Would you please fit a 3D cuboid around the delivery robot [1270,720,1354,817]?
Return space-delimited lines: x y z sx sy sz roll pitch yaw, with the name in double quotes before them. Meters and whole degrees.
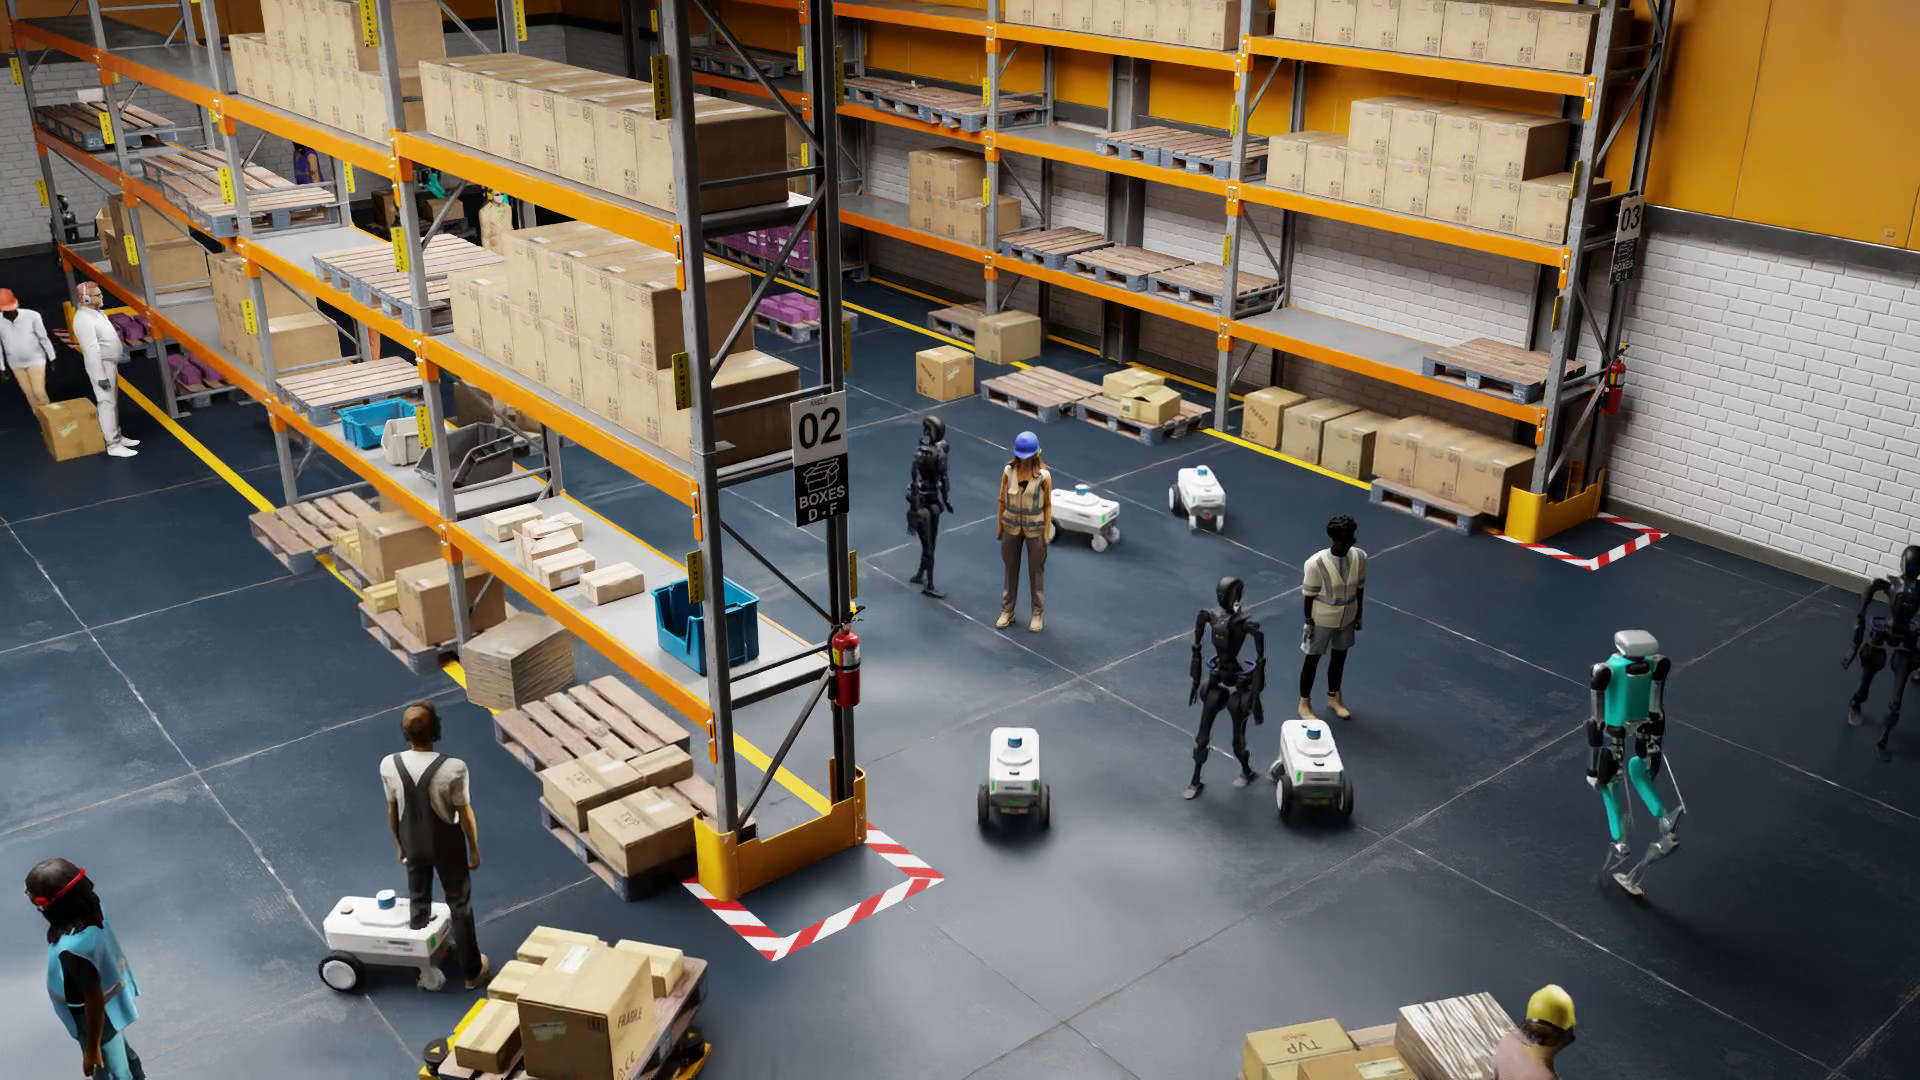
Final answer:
"delivery robot" 2.453 1.591 11.622 0.510 0.614 0.786 1 23 2

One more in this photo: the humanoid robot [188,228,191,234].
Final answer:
"humanoid robot" -11.670 -4.639 24.607 0.343 1.651 0.591 4 24 9

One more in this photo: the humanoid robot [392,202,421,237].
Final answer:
"humanoid robot" -7.585 -3.867 22.826 0.424 1.649 0.592 9 25 19

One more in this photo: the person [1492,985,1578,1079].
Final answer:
"person" 2.477 2.774 7.382 0.635 1.726 0.548 -4 24 -8

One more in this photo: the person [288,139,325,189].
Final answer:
"person" -10.406 -5.632 26.606 0.540 1.922 0.435 19 30 37

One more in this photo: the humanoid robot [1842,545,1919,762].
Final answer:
"humanoid robot" 6.827 0.747 12.173 0.613 1.632 0.696 7 24 17

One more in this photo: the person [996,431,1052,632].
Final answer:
"person" 0.535 -0.076 13.919 0.460 1.775 0.312 7 24 15

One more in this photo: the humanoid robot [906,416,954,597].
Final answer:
"humanoid robot" -0.265 -0.304 14.612 0.509 1.665 0.608 14 27 29

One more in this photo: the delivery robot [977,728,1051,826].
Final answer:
"delivery robot" 0.376 1.633 11.525 0.499 0.614 0.804 1 23 2

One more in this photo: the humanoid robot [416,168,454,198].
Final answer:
"humanoid robot" -8.663 -6.034 27.814 0.903 1.802 0.551 9 25 21

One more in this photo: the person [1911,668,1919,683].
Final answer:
"person" 7.807 0.262 12.958 0.546 1.924 0.387 14 27 29

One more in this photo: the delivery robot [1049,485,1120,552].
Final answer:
"delivery robot" 1.129 -0.241 15.828 0.765 0.585 0.499 14 27 30

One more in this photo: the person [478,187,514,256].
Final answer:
"person" -6.318 -3.967 22.806 0.390 1.875 0.559 16 28 32

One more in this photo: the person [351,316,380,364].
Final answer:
"person" -7.153 -2.709 20.042 0.502 1.758 0.339 13 27 28

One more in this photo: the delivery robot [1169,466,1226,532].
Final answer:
"delivery robot" 2.359 -0.440 16.292 0.499 0.587 0.789 -2 23 -4

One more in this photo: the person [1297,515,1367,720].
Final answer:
"person" 2.791 0.590 12.484 0.535 1.692 0.319 -9 25 -19

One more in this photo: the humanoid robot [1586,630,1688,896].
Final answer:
"humanoid robot" 4.236 1.510 10.355 0.540 1.815 0.769 -6 24 -14

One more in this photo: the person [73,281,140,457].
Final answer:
"person" -9.171 -1.842 17.846 0.413 1.907 0.648 -8 25 -18

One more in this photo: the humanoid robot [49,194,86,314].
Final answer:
"humanoid robot" -12.401 -3.976 23.074 0.402 1.637 0.585 3 23 6

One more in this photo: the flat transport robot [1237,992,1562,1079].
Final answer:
"flat transport robot" 2.106 3.135 8.383 0.659 0.231 1.431 -6 24 -13

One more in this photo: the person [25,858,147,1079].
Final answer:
"person" -4.223 2.360 8.163 0.385 1.866 0.525 -9 25 -20

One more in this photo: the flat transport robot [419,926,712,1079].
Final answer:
"flat transport robot" -2.153 2.828 9.095 1.431 0.231 0.659 6 24 14

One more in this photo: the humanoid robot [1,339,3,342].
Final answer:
"humanoid robot" -12.701 -3.381 21.697 0.597 1.653 0.412 16 28 33

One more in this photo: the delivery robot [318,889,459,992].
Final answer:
"delivery robot" -3.372 2.340 9.848 0.773 0.582 0.499 3 24 6

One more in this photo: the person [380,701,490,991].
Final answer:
"person" -3.014 1.770 9.579 0.502 1.836 0.354 1 23 3

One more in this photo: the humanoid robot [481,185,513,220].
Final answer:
"humanoid robot" -7.452 -5.701 27.058 0.548 1.766 0.977 -18 29 -36

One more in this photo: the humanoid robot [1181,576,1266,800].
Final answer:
"humanoid robot" 1.867 1.026 11.530 0.599 1.644 0.608 17 29 34

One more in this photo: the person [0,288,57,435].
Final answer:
"person" -10.309 -1.945 18.322 0.576 1.707 0.621 -6 24 -13

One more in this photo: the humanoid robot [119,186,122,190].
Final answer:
"humanoid robot" -11.388 -4.179 23.492 0.858 1.775 0.557 -16 28 -33
